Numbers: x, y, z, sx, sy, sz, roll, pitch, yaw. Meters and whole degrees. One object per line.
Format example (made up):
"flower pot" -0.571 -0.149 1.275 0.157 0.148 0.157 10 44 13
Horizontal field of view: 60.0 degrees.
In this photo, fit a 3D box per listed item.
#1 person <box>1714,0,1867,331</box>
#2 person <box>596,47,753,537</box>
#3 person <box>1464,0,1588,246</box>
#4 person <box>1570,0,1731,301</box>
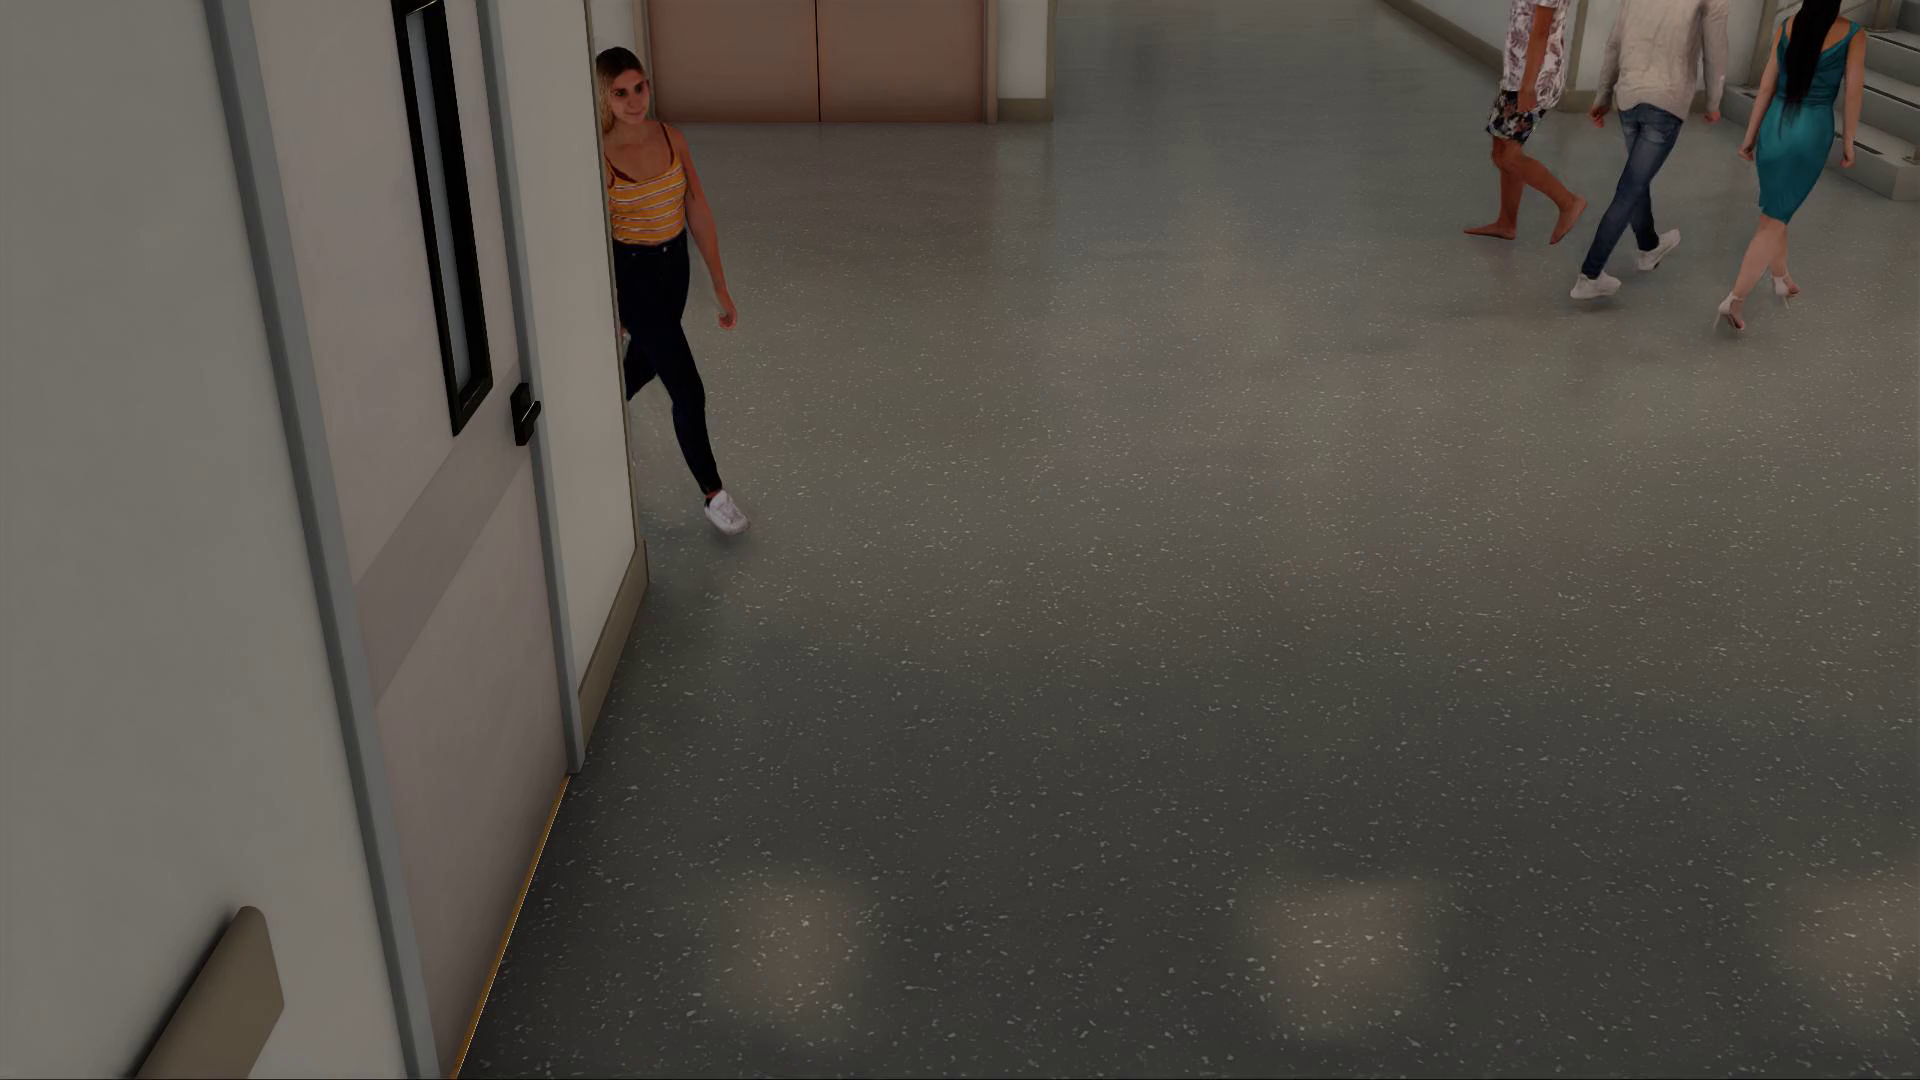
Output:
"person" 3.643 -1.708 7.358 1.028 1.652 0.959 -22 33 -38
"person" -1.103 -0.841 5.642 1.186 1.581 1.087 19 32 35
"person" 3.041 -2.389 8.607 0.940 1.794 0.842 9 27 18
"person" 3.190 -2.003 7.807 1.298 1.794 1.138 -18 31 -33
